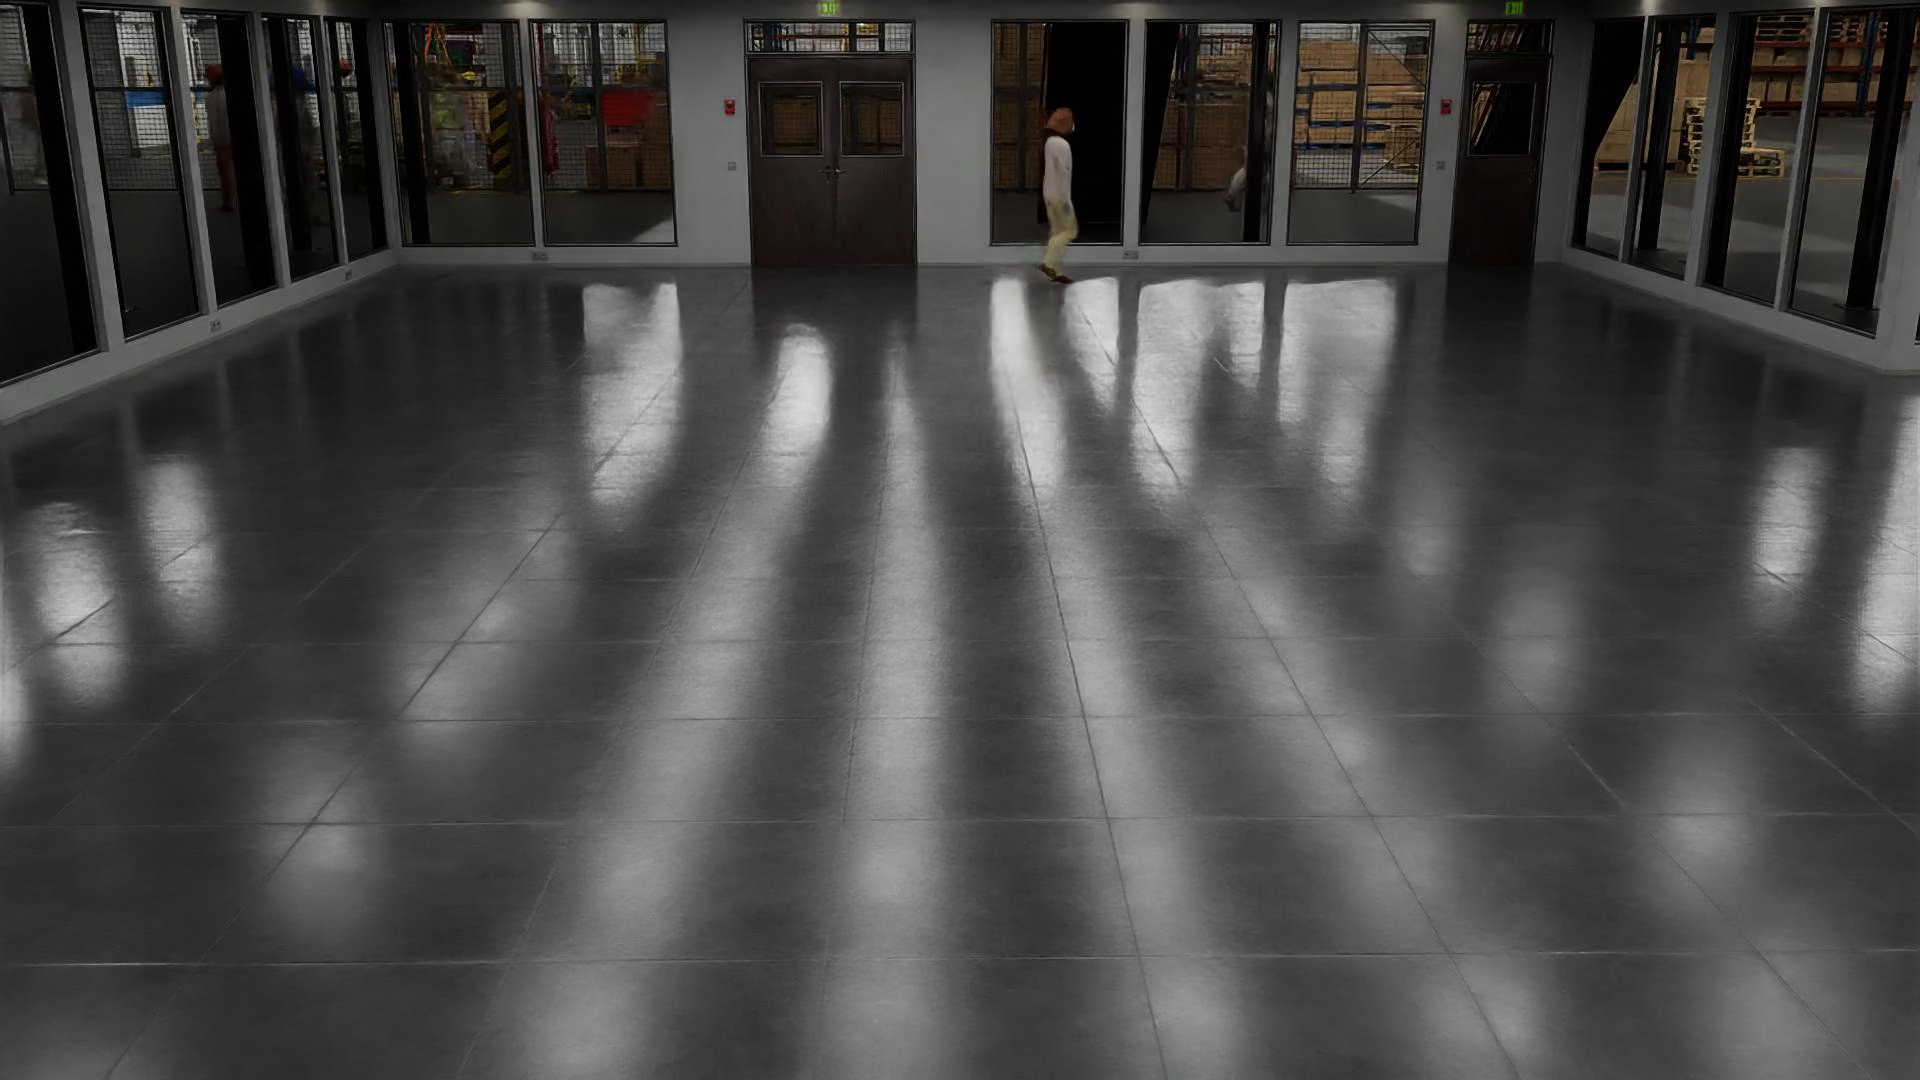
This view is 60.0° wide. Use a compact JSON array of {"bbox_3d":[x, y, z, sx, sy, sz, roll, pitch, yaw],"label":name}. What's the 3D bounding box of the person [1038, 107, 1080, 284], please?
[{"bbox_3d":[0.922,-3.162,15.359,0.330,1.624,0.515,-5,17,-18],"label":"person"}]
